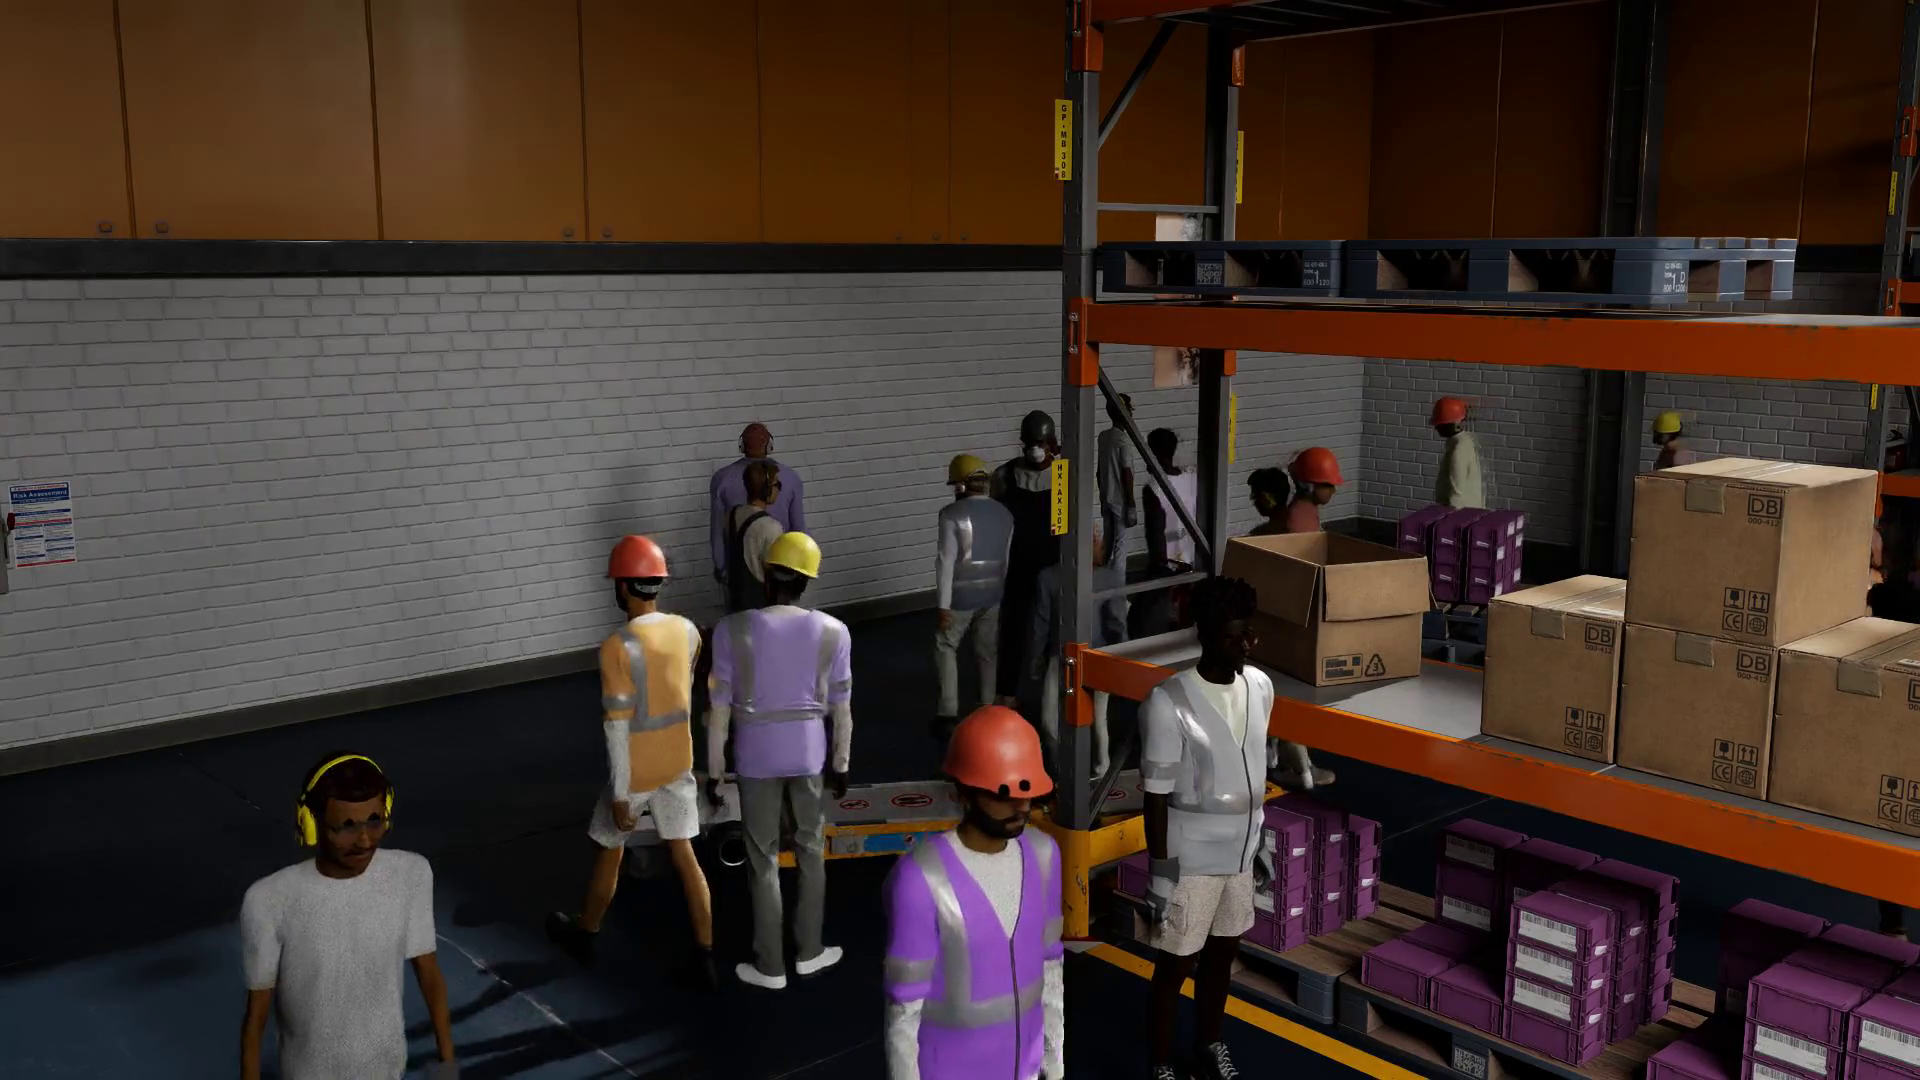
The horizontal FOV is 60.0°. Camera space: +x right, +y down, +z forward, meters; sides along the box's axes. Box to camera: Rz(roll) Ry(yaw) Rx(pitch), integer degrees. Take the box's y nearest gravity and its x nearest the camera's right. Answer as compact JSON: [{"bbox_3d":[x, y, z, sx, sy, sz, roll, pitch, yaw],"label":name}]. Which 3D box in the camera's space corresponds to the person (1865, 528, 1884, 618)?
[{"bbox_3d":[4.859,0.703,9.083,0.876,1.591,0.515,7,12,36],"label":"person"}]

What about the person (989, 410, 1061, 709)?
[{"bbox_3d":[0.510,0.158,10.952,0.681,2.000,0.536,1,10,9],"label":"person"}]

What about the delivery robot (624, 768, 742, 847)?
[{"bbox_3d":[-1.391,1.315,8.253,0.707,0.478,0.477,-3,10,-15],"label":"delivery robot"}]

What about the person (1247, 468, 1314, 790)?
[{"bbox_3d":[1.812,0.484,9.653,0.607,1.829,0.808,-6,12,-33],"label":"person"}]

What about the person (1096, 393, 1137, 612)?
[{"bbox_3d":[1.357,-0.313,14.211,0.328,1.873,0.515,-5,11,-27],"label":"person"}]

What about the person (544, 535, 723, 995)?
[{"bbox_3d":[-1.346,0.922,6.932,0.965,1.885,0.556,7,12,34],"label":"person"}]

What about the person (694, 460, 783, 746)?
[{"bbox_3d":[-1.267,0.424,10.040,0.645,1.826,0.528,-9,13,-44],"label":"person"}]

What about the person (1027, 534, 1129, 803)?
[{"bbox_3d":[0.641,0.696,9.076,0.614,1.605,0.578,4,10,20],"label":"person"}]

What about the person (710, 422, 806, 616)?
[{"bbox_3d":[-1.397,0.133,11.555,0.662,1.895,0.404,-2,10,-12],"label":"person"}]

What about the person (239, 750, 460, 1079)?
[{"bbox_3d":[-1.575,1.415,4.296,1.024,1.808,0.527,9,13,44],"label":"person"}]

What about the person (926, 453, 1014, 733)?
[{"bbox_3d":[0.044,0.353,10.516,0.616,1.799,0.582,-7,12,-35],"label":"person"}]

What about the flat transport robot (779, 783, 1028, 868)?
[{"bbox_3d":[-0.328,1.445,8.593,1.431,0.197,0.652,-2,10,-10],"label":"flat transport robot"}]

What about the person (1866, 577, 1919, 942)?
[{"bbox_3d":[4.085,0.992,7.166,0.611,1.674,0.326,2,10,13],"label":"person"}]

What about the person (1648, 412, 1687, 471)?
[{"bbox_3d":[6.114,-0.250,14.285,0.860,1.713,0.532,1,10,3],"label":"person"}]

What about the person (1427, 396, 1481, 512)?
[{"bbox_3d":[4.035,-0.171,13.203,0.703,1.947,0.651,4,10,21],"label":"person"}]

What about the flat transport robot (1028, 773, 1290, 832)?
[{"bbox_3d":[1.115,1.398,8.867,1.431,0.197,0.652,-4,11,-23],"label":"flat transport robot"}]

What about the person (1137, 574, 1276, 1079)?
[{"bbox_3d":[0.870,1.078,5.785,0.611,1.964,0.364,-8,12,-39],"label":"person"}]

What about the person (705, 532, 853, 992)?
[{"bbox_3d":[-0.748,0.923,6.948,0.627,1.888,0.476,-4,10,-21],"label":"person"}]

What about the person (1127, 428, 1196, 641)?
[{"bbox_3d":[1.366,0.159,11.483,1.037,1.855,0.603,7,12,36],"label":"person"}]

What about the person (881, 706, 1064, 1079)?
[{"bbox_3d":[0.059,1.356,4.263,0.564,1.927,0.423,-8,13,-40],"label":"person"}]

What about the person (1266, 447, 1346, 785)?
[{"bbox_3d":[1.920,0.436,9.524,0.527,1.970,0.631,3,10,18],"label":"person"}]
